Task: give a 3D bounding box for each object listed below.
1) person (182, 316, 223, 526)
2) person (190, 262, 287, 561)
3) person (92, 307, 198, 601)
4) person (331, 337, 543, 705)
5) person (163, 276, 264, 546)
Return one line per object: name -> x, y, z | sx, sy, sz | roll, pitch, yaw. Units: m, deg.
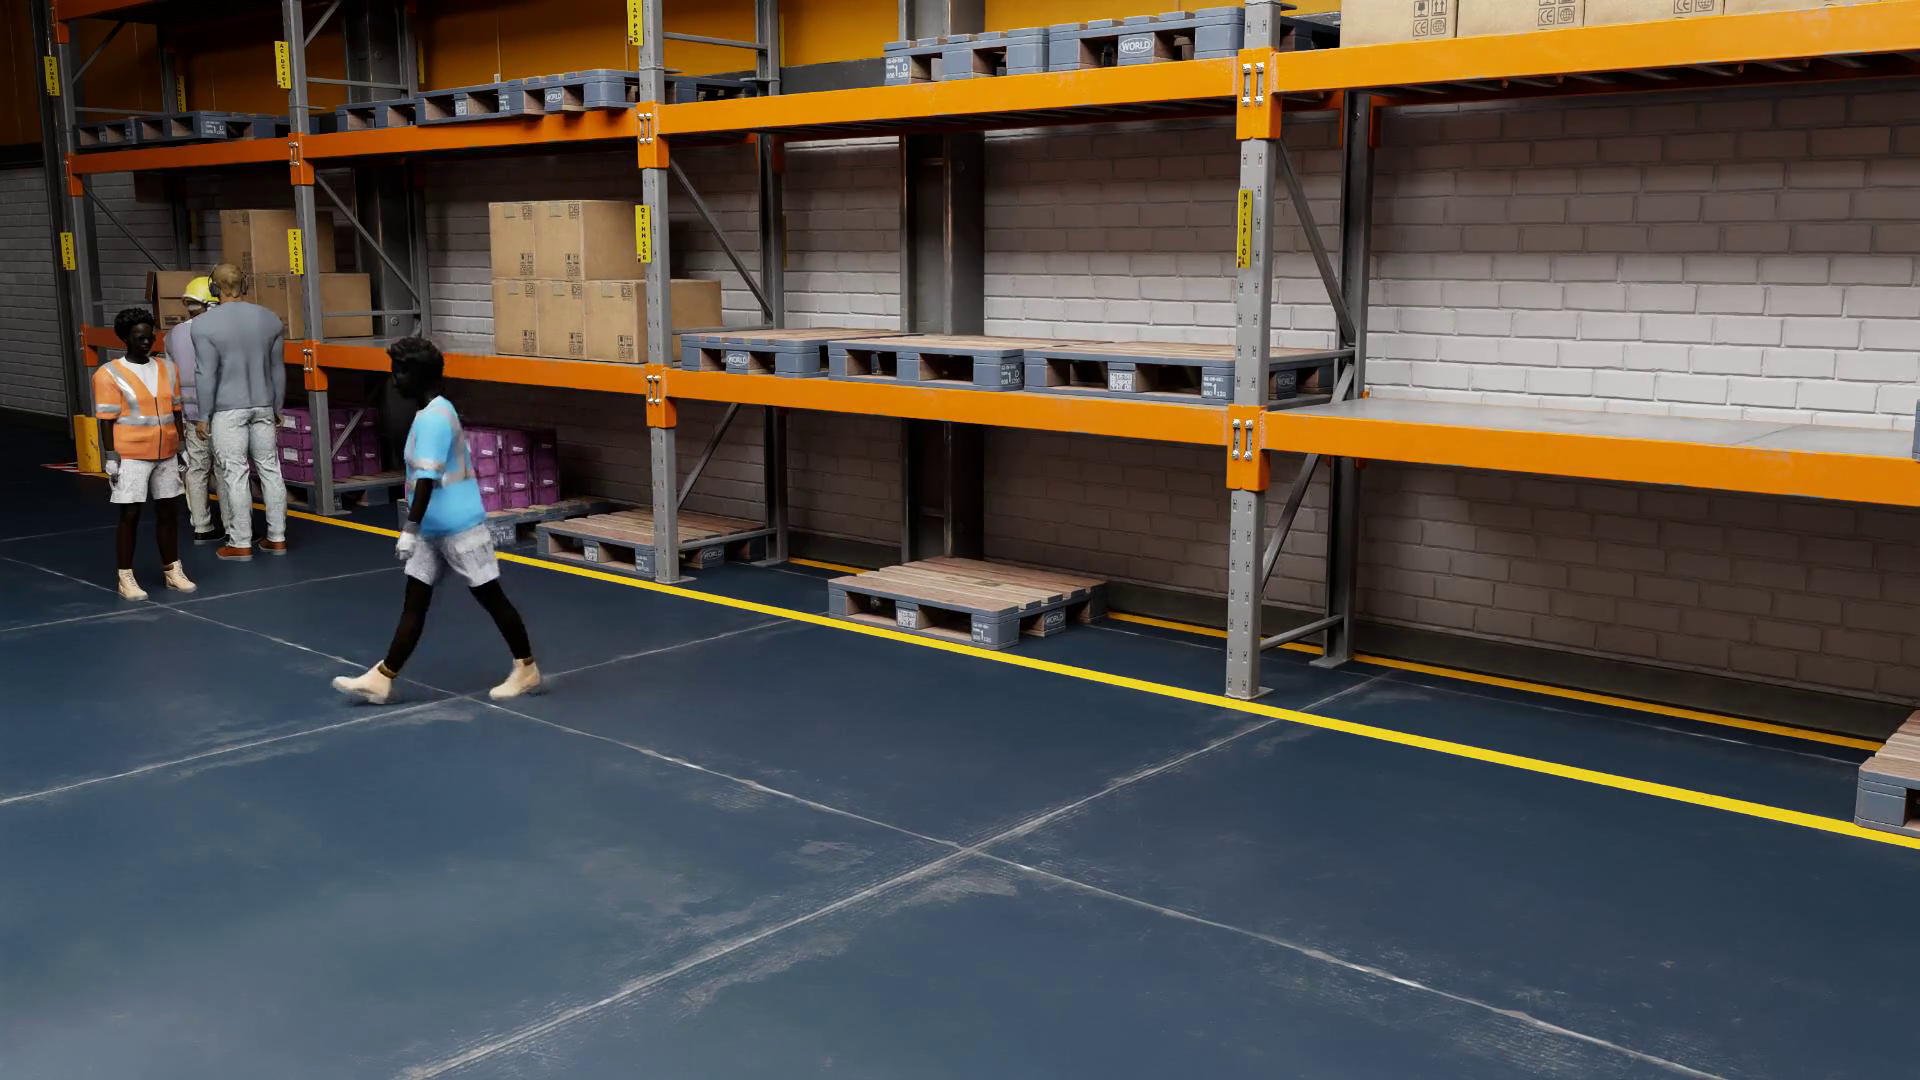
person -> -5.478, -0.908, 12.135 | 0.277, 1.629, 0.496 | 7, 12, 35
person -> -4.666, -0.828, 10.800 | 0.370, 1.934, 0.627 | 7, 12, 35
person -> -4.707, -0.491, 9.598 | 0.320, 1.687, 0.533 | 6, 11, 29
person -> -2.299, -0.068, 7.304 | 0.910, 1.632, 0.556 | -4, 11, -21
person -> -5.072, -0.865, 11.304 | 0.588, 1.831, 0.404 | 4, 11, 19
